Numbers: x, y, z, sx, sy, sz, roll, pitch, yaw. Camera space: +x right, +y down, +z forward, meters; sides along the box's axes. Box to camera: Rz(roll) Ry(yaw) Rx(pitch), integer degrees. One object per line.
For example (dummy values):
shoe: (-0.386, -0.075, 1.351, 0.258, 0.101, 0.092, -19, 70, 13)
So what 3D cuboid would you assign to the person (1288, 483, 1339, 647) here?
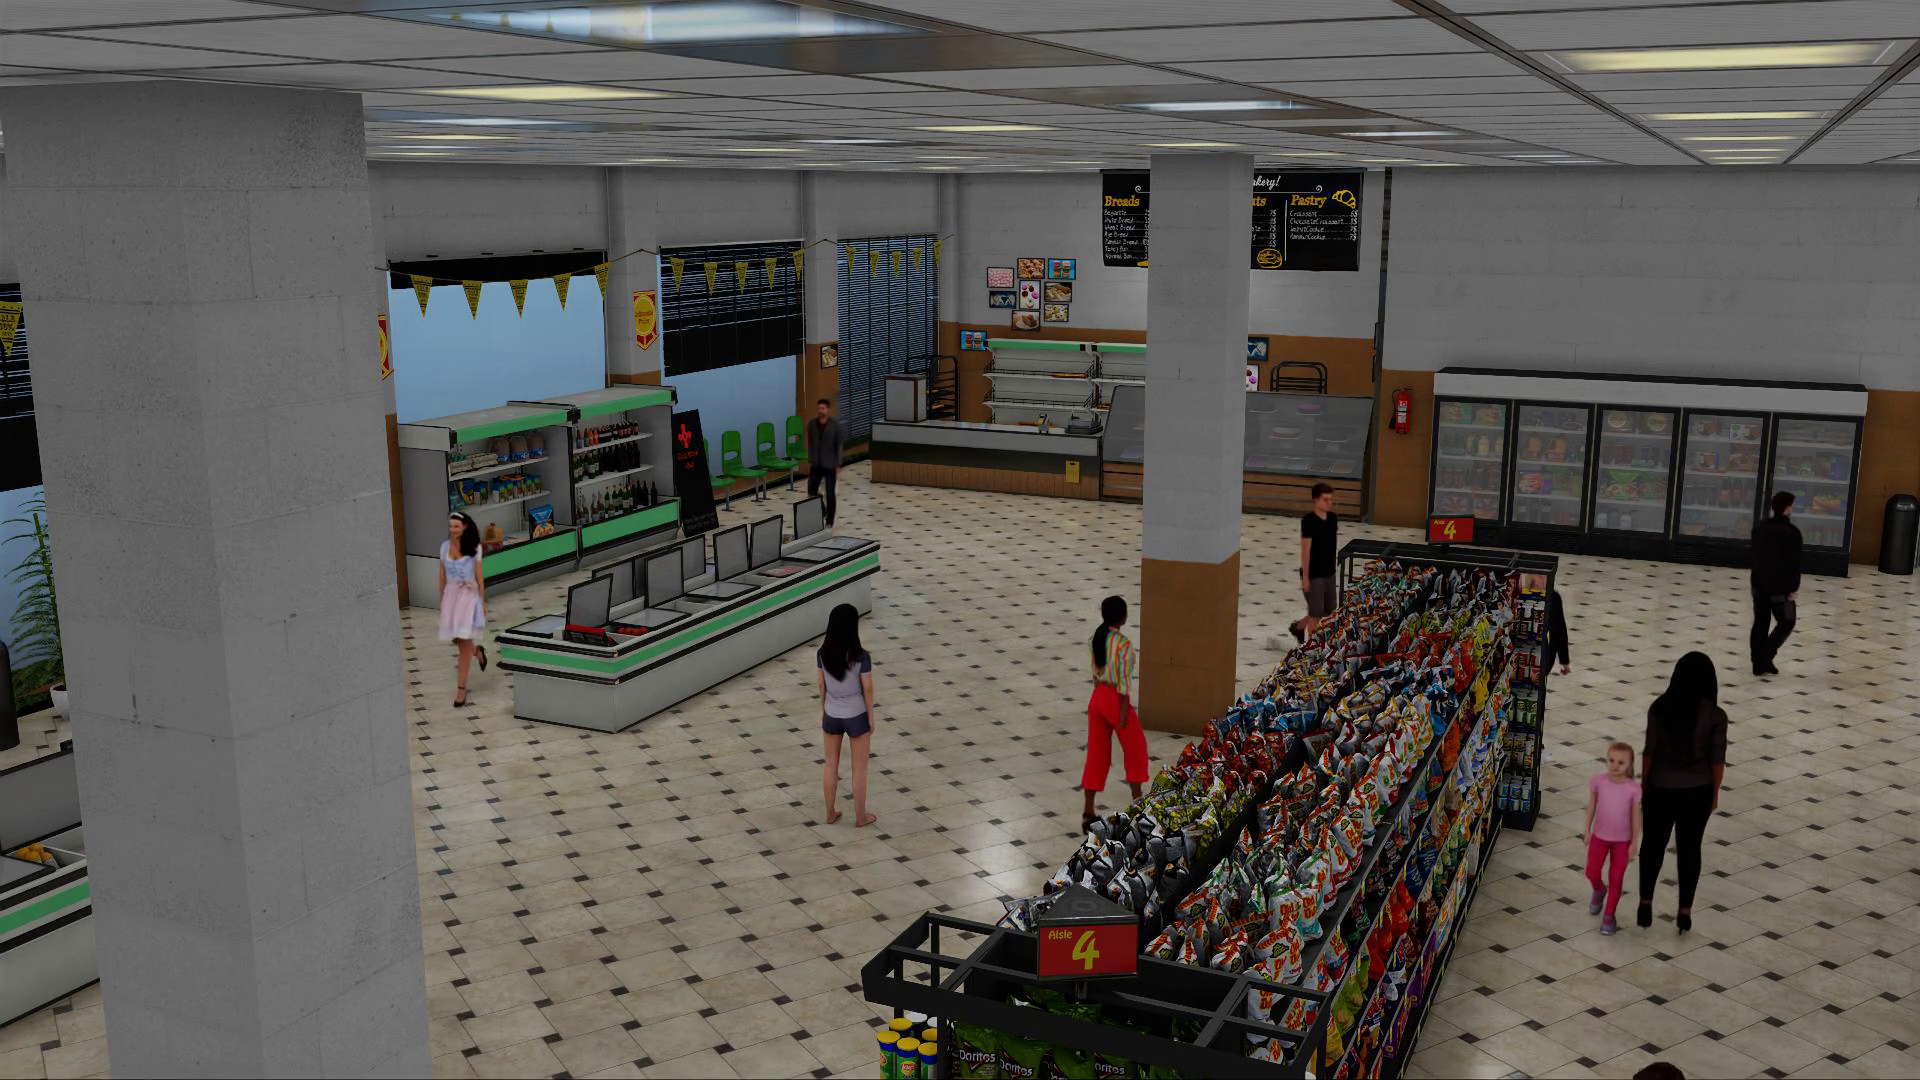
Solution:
person: (3.537, 0.331, 16.696, 1.025, 1.844, 1.005, -8, 14, -34)

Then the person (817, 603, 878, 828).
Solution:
person: (-0.857, 1.300, 12.431, 0.610, 1.706, 0.546, 4, 13, 20)

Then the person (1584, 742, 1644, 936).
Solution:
person: (4.211, 1.887, 10.720, 0.471, 1.262, 0.586, 6, 13, 25)

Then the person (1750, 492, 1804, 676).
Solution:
person: (7.849, 0.448, 16.188, 0.924, 1.825, 0.880, -6, 13, -26)

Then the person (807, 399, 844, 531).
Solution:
person: (-1.871, -1.063, 23.273, 0.750, 1.863, 0.708, 4, 12, 17)

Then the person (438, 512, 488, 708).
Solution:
person: (-4.590, 0.617, 15.465, 0.891, 1.792, 1.165, 1, 12, 5)

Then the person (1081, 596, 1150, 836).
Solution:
person: (1.044, 1.316, 12.218, 1.011, 1.763, 0.792, -11, 16, -43)

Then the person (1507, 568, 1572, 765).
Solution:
person: (4.804, 1.005, 14.007, 1.068, 1.633, 1.220, -2, 12, -12)

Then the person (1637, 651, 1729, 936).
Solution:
person: (4.565, 1.635, 10.584, 0.641, 1.813, 0.741, 6, 13, 27)
